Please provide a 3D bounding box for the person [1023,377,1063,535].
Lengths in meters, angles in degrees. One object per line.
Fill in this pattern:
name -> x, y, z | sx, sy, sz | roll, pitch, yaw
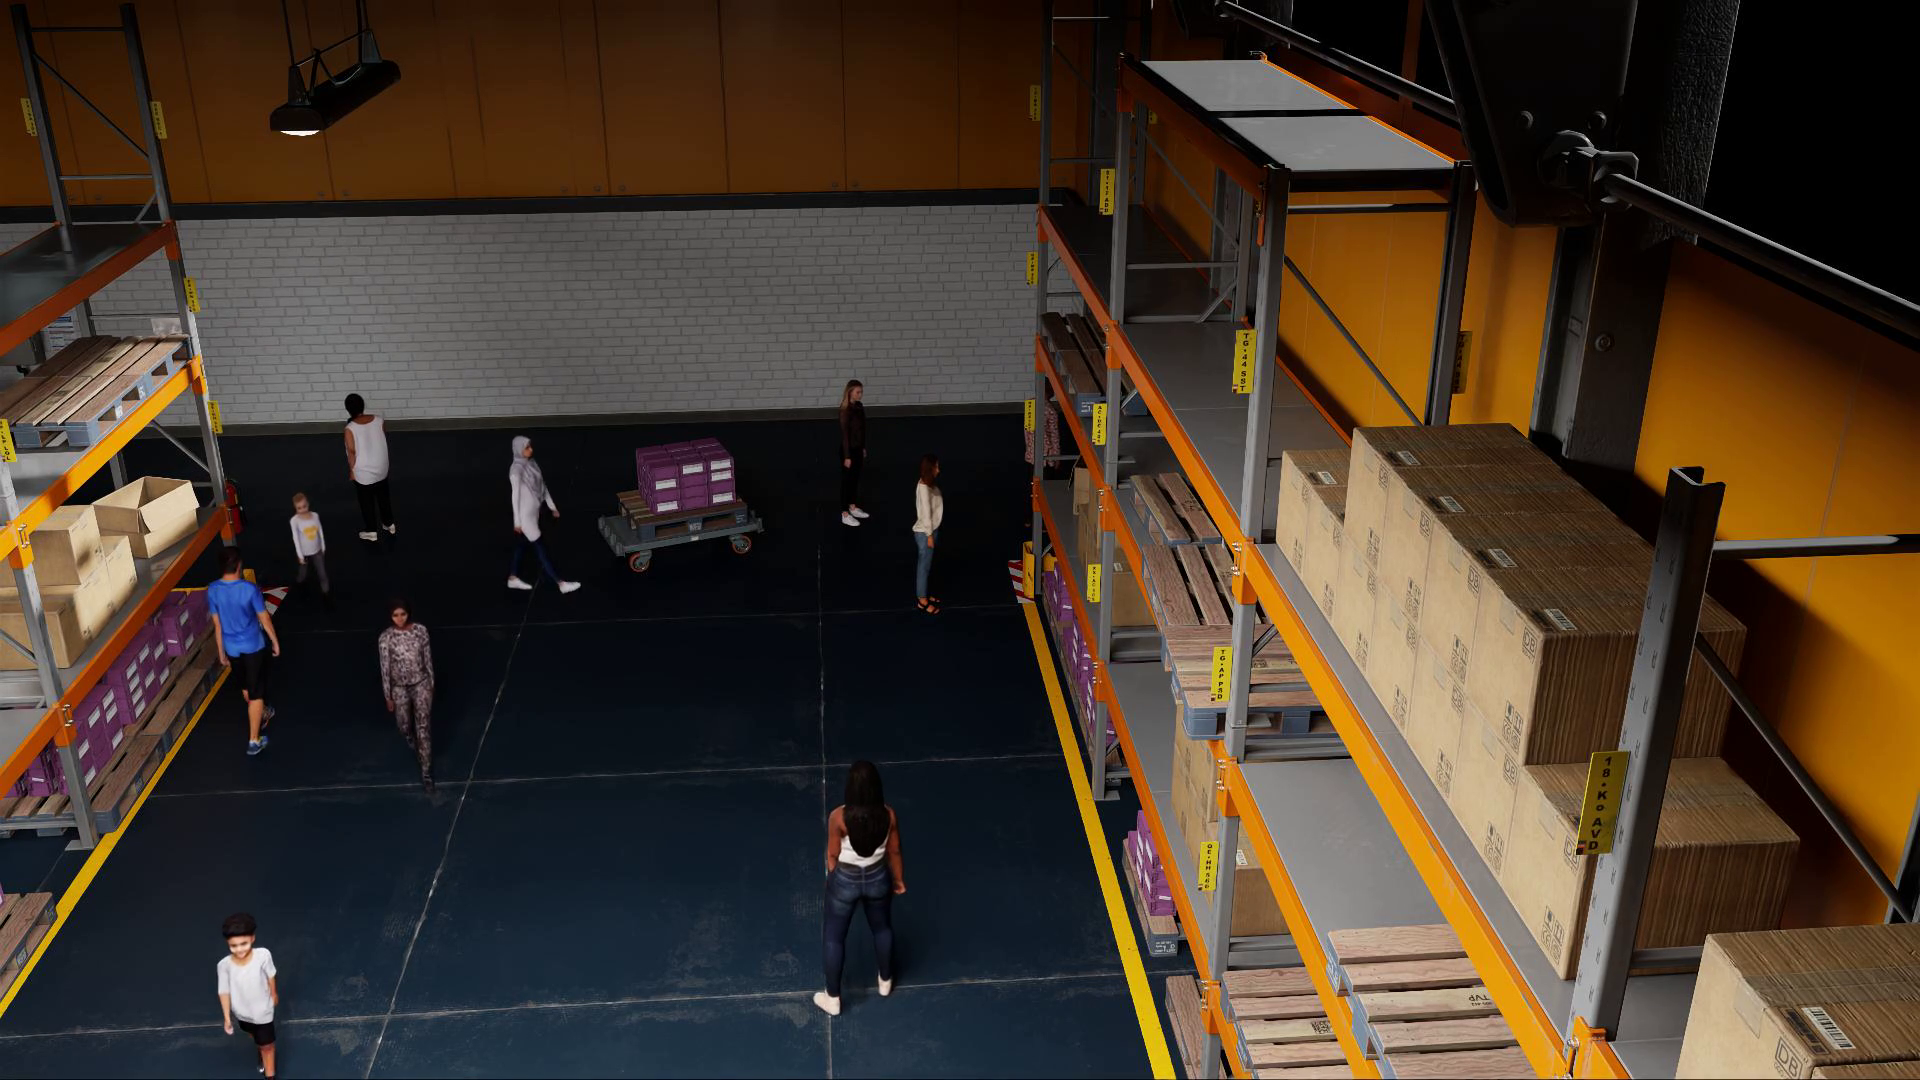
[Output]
person -> 0.925, -0.970, 18.722 | 0.846, 1.808, 0.741 | -19, 30, -36

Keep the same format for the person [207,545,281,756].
person -> -6.140, 0.973, 14.240 | 0.663, 1.838, 1.049 | -1, 24, -2

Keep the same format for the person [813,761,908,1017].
person -> -0.649, 2.320, 11.209 | 0.885, 1.797, 0.801 | -5, 24, -12

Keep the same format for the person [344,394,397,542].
person -> -6.612, -0.834, 18.558 | 0.821, 1.689, 0.758 | 18, 29, 36

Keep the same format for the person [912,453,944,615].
person -> -0.345, -0.085, 16.861 | 0.696, 1.678, 0.513 | 1, 24, 2

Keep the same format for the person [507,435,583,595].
person -> -4.523, -0.243, 17.149 | 0.911, 1.736, 1.113 | 4, 24, 10

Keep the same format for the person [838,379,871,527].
person -> -1.238, -1.019, 18.963 | 0.738, 1.705, 0.606 | 10, 25, 21

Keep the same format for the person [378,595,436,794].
person -> -4.587, 1.223, 13.855 | 0.827, 1.689, 1.145 | -10, 26, -22

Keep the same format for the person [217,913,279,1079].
person -> -4.521, 2.902, 10.595 | 0.610, 1.223, 0.902 | -7, 25, -17

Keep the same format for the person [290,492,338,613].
person -> -6.672, 0.102, 16.959 | 0.826, 1.255, 0.963 | -19, 30, -37
